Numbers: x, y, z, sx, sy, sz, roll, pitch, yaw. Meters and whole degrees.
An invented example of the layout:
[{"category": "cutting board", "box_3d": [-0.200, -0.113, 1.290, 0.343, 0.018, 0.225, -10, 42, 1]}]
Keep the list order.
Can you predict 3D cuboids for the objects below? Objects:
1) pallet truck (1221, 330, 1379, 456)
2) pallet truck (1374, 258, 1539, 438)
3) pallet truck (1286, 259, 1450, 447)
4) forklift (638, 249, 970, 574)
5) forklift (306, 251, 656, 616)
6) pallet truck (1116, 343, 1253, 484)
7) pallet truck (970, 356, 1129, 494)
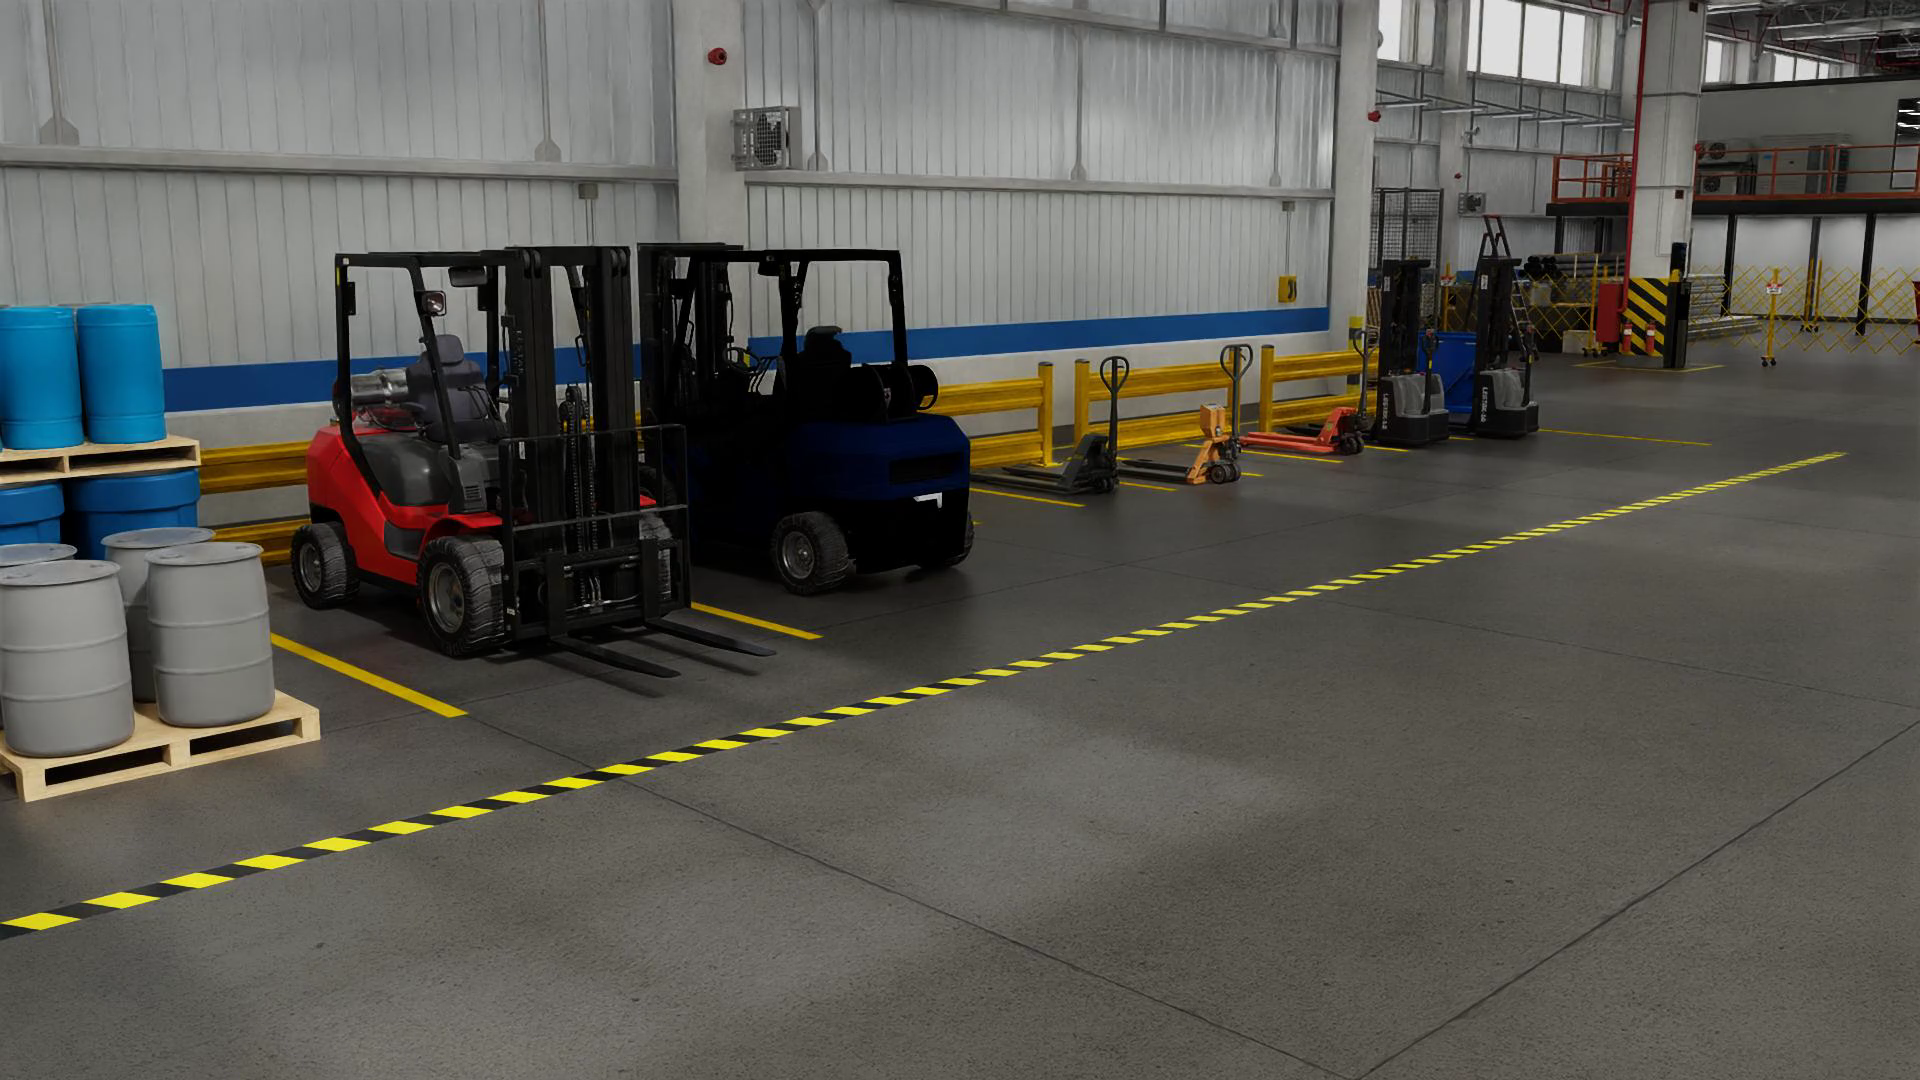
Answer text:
[{"category": "pallet truck", "box_3d": [3.563, -1.581, 17.381, 0.653, 1.274, 1.630, -10, 14, -44]}, {"category": "pallet truck", "box_3d": [5.704, -2.208, 18.901, 1.885, 1.965, 0.823, 10, 14, 43]}, {"category": "pallet truck", "box_3d": [4.493, -2.078, 18.196, 0.823, 1.965, 1.885, -9, 14, -40]}, {"category": "forklift", "box_3d": [-1.173, -0.958, 11.239, 2.680, 1.987, 1.157, 10, 14, 43]}, {"category": "forklift", "box_3d": [-2.833, -0.669, 9.694, 1.157, 1.987, 2.680, -10, 14, -44]}, {"category": "pallet truck", "box_3d": [1.962, -1.215, 15.415, 1.522, 1.261, 0.704, 10, 14, 43]}, {"category": "pallet truck", "box_3d": [0.784, -1.085, 14.876, 0.680, 1.201, 1.601, -10, 14, -44]}]
